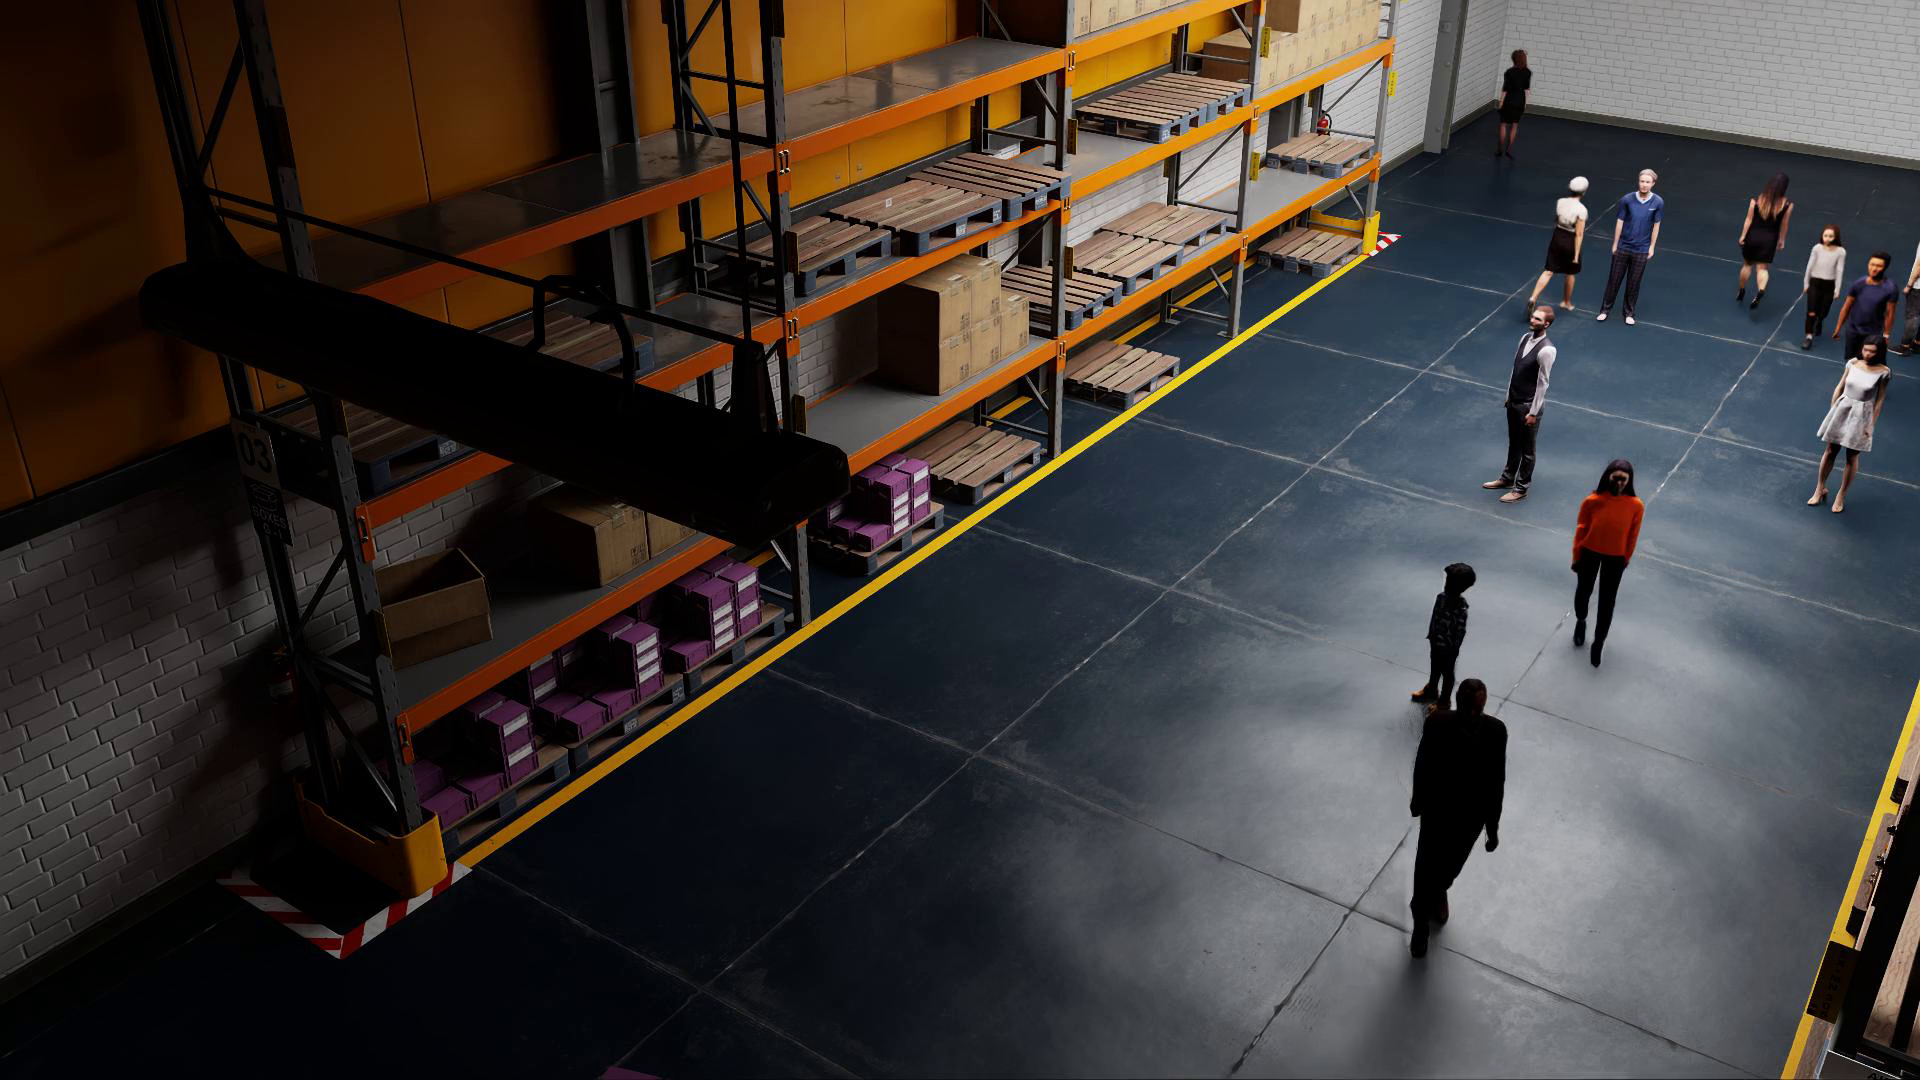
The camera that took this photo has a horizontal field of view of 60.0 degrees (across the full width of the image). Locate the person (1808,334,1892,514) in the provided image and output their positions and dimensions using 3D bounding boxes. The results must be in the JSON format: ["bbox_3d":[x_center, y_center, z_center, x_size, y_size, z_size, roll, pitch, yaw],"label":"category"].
[{"bbox_3d":[8.343,-1.103,15.564,0.691,1.776,0.695,-25,37,-38],"label":"person"}]

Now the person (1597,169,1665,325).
[{"bbox_3d":[8.042,-3.515,19.887,0.711,1.871,0.636,10,30,18],"label":"person"}]

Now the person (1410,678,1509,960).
[{"bbox_3d":[3.115,1.622,10.463,0.945,1.878,1.138,5,29,9],"label":"person"}]

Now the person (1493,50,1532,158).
[{"bbox_3d":[8.728,-6.880,26.235,0.657,1.700,0.694,2,29,4],"label":"person"}]

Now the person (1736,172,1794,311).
[{"bbox_3d":[9.753,-3.578,20.196,0.833,1.686,1.086,9,30,15],"label":"person"}]

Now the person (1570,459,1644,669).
[{"bbox_3d":[5.172,0.098,13.411,0.740,1.729,0.912,12,31,20],"label":"person"}]

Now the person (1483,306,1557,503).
[{"bbox_3d":[5.381,-1.313,15.786,0.789,1.933,0.740,-6,29,-11],"label":"person"}]

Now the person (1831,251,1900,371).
[{"bbox_3d":[9.608,-2.219,17.608,0.763,1.779,0.760,-21,35,-33],"label":"person"}]

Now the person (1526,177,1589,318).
[{"bbox_3d":[7.201,-3.480,19.974,1.148,1.727,0.885,-18,34,-30],"label":"person"}]

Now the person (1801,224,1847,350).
[{"bbox_3d":[10.010,-2.966,19.298,0.570,1.470,0.756,17,33,28],"label":"person"}]

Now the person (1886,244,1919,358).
[{"bbox_3d":[11.038,-2.952,19.010,0.661,1.722,0.766,-11,30,-19],"label":"person"}]

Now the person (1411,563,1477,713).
[{"bbox_3d":[3.733,0.735,12.744,0.631,1.251,0.585,-10,30,-17],"label":"person"}]
